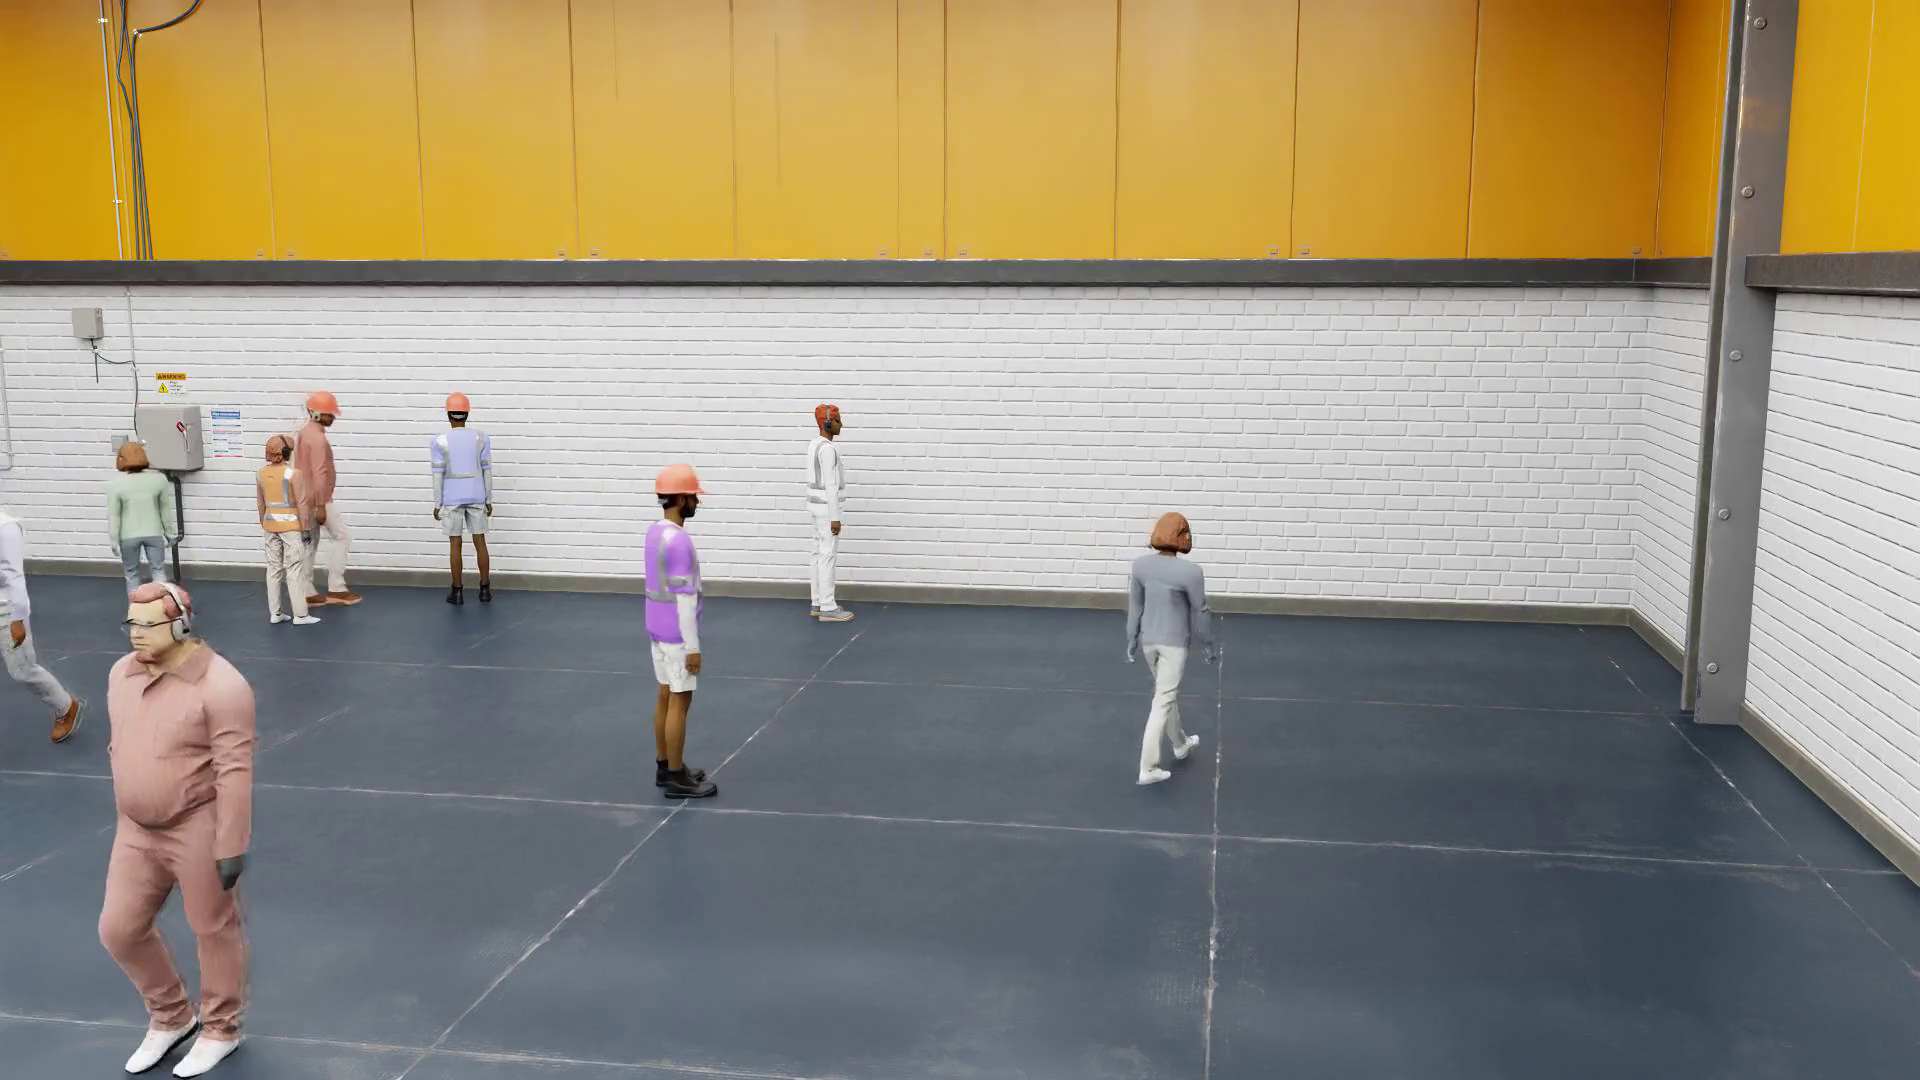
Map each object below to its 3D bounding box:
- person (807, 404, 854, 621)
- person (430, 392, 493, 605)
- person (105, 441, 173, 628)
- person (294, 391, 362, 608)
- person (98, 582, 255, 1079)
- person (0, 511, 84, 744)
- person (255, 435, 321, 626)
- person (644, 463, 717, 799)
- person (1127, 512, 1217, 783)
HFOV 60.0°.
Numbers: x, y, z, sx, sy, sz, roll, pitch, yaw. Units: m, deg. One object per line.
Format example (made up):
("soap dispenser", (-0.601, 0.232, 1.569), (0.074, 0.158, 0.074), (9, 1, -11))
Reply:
("person", (-1.149, -0.239, 14.456), (0.351, 1.882, 0.582), (-3, 10, -19))
("person", (-4.530, -0.379, 15.144), (0.542, 1.939, 0.365), (-5, 10, -27))
("person", (-6.847, -0.022, 13.927), (0.518, 1.615, 0.569), (-7, 12, -38))
("person", (-5.711, -0.366, 15.001), (0.687, 1.951, 0.648), (-7, 12, -37))
("person", (-2.948, 1.094, 6.186), (0.672, 1.892, 0.508), (3, 10, 18))
("person", (-5.924, 0.425, 10.291), (0.605, 1.914, 0.890), (2, 9, 11))
("person", (-5.768, -0.078, 14.211), (0.511, 1.640, 0.308), (3, 10, 20))
("person", (-1.621, 0.522, 9.601), (0.369, 1.934, 0.570), (-5, 10, -27))
("person", (1.309, 0.624, 10.016), (0.816, 1.600, 0.512), (-9, 13, -44))
